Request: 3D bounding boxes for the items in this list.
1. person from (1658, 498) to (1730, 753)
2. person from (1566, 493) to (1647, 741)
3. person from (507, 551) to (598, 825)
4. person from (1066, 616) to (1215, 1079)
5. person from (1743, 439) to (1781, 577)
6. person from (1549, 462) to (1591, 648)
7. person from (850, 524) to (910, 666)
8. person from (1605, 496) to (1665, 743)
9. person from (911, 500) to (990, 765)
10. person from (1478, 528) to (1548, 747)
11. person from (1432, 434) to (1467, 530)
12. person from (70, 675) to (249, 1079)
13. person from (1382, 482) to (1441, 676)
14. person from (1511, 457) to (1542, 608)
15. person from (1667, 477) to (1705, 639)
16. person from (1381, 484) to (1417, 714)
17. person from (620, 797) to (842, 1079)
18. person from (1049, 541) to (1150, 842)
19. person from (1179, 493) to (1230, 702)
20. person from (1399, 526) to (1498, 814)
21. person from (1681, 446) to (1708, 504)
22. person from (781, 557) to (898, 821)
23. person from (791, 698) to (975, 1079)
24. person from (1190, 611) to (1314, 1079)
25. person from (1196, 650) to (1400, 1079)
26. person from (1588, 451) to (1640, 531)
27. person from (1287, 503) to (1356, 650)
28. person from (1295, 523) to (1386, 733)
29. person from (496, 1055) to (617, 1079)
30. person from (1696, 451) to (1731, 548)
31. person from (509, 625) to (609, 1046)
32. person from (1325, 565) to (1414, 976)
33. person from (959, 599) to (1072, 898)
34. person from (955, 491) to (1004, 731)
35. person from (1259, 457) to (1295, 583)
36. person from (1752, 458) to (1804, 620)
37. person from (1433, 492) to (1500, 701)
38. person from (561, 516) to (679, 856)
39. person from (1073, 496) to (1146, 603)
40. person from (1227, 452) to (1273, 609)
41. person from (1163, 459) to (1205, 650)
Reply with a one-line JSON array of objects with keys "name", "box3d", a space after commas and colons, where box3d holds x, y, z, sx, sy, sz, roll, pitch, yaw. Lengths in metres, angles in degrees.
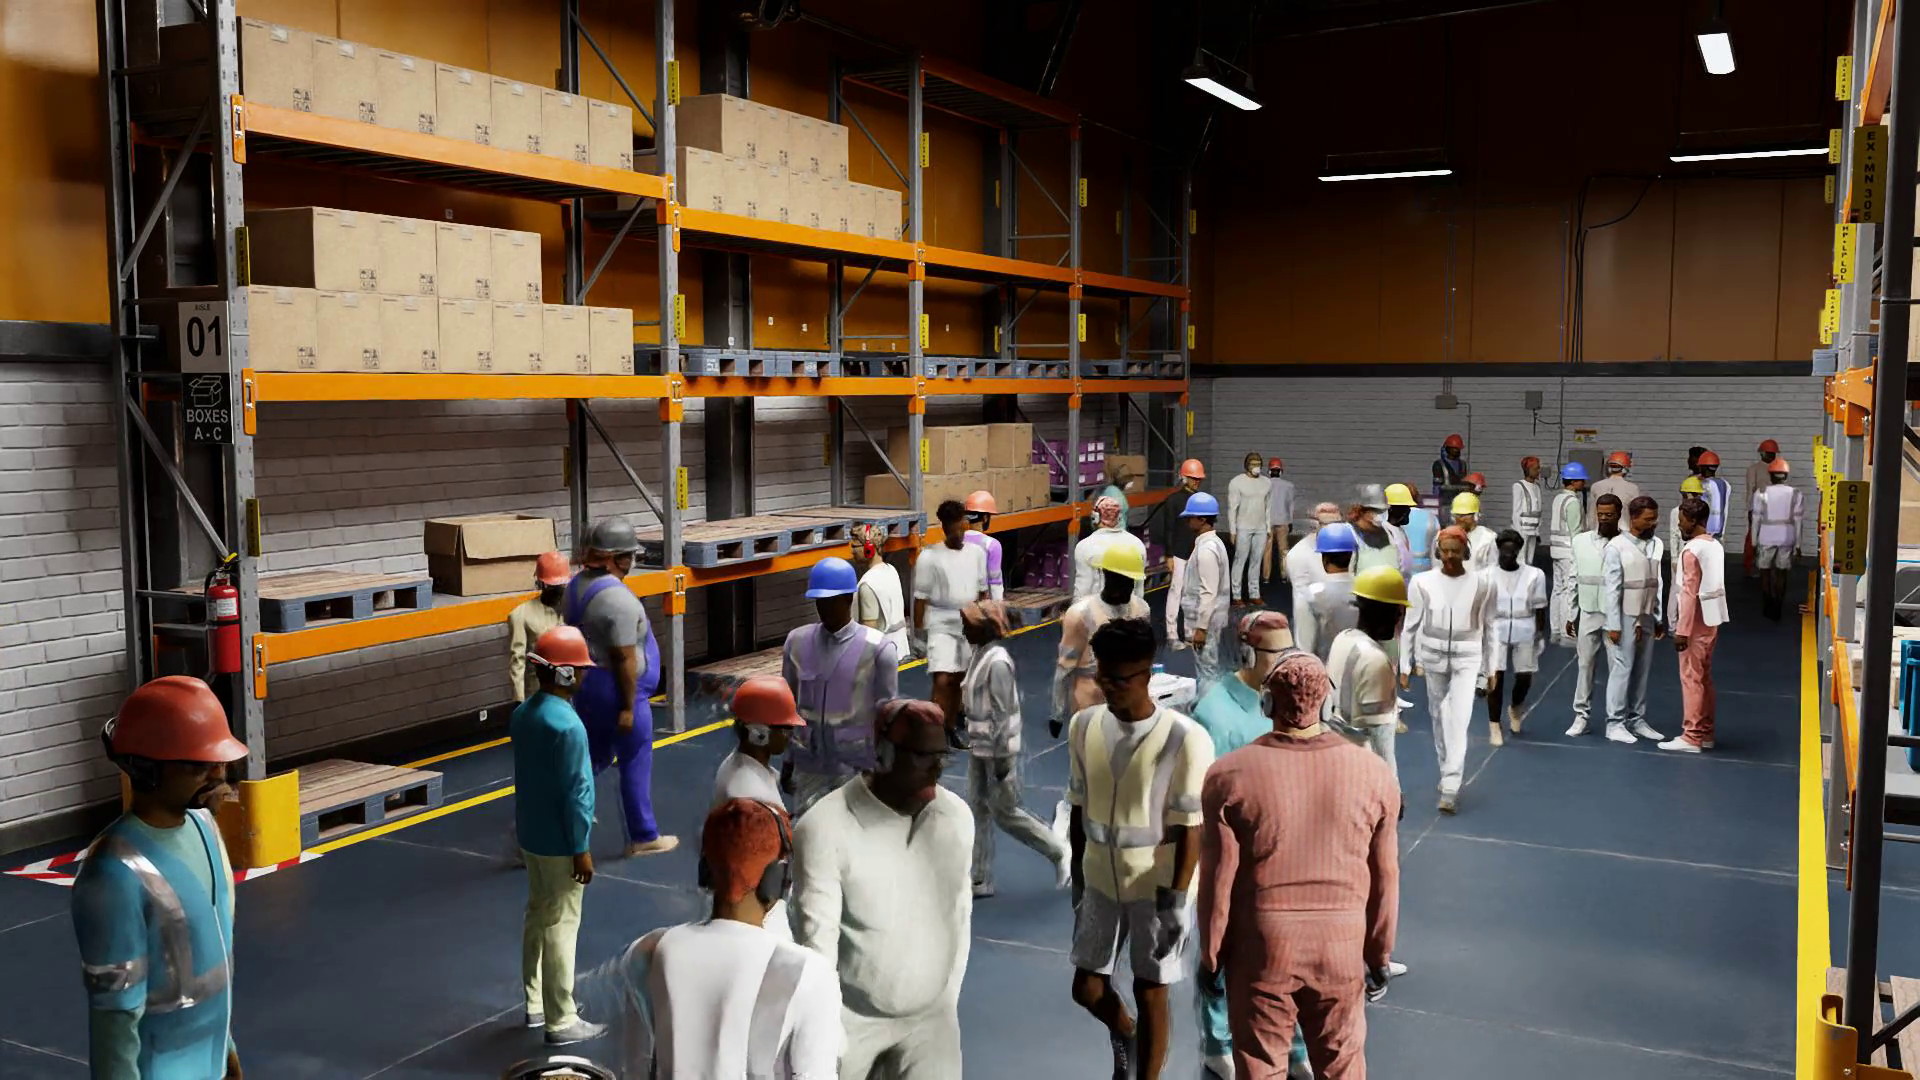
[{"name": "person", "box3d": [5.552, 0.641, 12.507, 0.402, 1.909, 0.599, 5, 7, 40]}, {"name": "person", "box3d": [5.022, 0.593, 12.939, 0.587, 1.920, 0.390, 3, 6, 33]}, {"name": "person", "box3d": [-2.506, 0.927, 10.324, 0.575, 1.736, 0.355, -4, 6, -35]}, {"name": "person", "box3d": [0.635, 1.229, 5.993, 0.600, 1.944, 0.507, 4, 6, 34]}, {"name": "person", "box3d": [11.519, -0.448, 23.812, 0.613, 1.985, 0.412, -2, 6, -24]}, {"name": "person", "box3d": [6.416, 0.154, 17.511, 0.391, 1.948, 0.605, 0, 5, 1]}, {"name": "person", "box3d": [-0.542, 0.812, 11.056, 0.388, 1.836, 0.564, 1, 5, 13]}, {"name": "person", "box3d": [5.206, 0.608, 12.864, 0.597, 1.909, 0.405, -3, 6, -32]}, {"name": "person", "box3d": [-0.056, 0.668, 12.211, 0.683, 1.926, 0.705, -4, 7, -40]}, {"name": "person", "box3d": [4.188, 0.734, 12.698, 0.571, 1.675, 0.459, 1, 5, 13]}, {"name": "person", "box3d": [7.284, -0.550, 24.671, 0.604, 2.034, 0.418, -3, 6, -27]}, {"name": "person", "box3d": [-2.002, 1.349, 4.254, 0.420, 2.032, 0.604, 0, 5, -5]}, {"name": "person", "box3d": [4.219, 0.370, 15.754, 0.632, 1.841, 0.429, 0, 5, -3]}, {"name": "person", "box3d": [6.958, -0.082, 20.407, 0.575, 1.883, 0.362, -5, 7, -44]}, {"name": "person", "box3d": [7.889, 0.200, 17.994, 0.526, 1.768, 0.315, -3, 6, -28]}, {"name": "person", "box3d": [3.653, 0.487, 14.031, 0.369, 1.928, 0.586, 3, 6, 33]}, {"name": "person", "box3d": [-0.532, 1.500, 3.708, 0.615, 1.836, 0.983, 2, 6, 22]}, {"name": "person", "box3d": [0.759, 0.923, 9.593, 0.594, 1.886, 0.749, -4, 7, -40]}, {"name": "person", "box3d": [1.846, 0.612, 12.601, 0.392, 1.945, 0.610, 1, 5, 9]}, {"name": "person", "box3d": [3.211, 0.824, 10.950, 0.598, 1.832, 1.005, 2, 6, 23]}, {"name": "person", "box3d": [9.613, -0.247, 21.731, 0.367, 1.966, 0.607, 0, 5, -2]}, {"name": "person", "box3d": [-0.587, 1.046, 7.910, 0.610, 1.947, 0.388, 2, 6, 18]}, {"name": "person", "box3d": [-0.204, 1.380, 4.876, 0.644, 1.844, 1.050, -3, 6, -27]}, {"name": "person", "box3d": [1.204, 1.215, 6.385, 0.680, 1.884, 0.697, -4, 7, -36]}, {"name": "person", "box3d": [1.073, 1.305, 5.351, 0.648, 1.907, 0.401, 0, 5, -2]}, {"name": "person", "box3d": [7.683, -0.049, 19.520, 0.620, 1.986, 0.408, 5, 7, 44]}, {"name": "person", "box3d": [2.794, 0.660, 12.493, 0.655, 1.867, 0.891, -2, 6, -24]}, {"name": "person", "box3d": [2.222, 0.871, 9.808, 0.615, 1.943, 0.409, -2, 6, -20]}, {"name": "person", "box3d": [-0.533, 1.590, 2.182, 0.641, 1.929, 0.378, 0, 5, -4]}, {"name": "person", "box3d": [9.274, -0.132, 20.652, 0.551, 1.935, 0.375, -3, 6, -26]}, {"name": "person", "box3d": [-1.683, 1.230, 7.023, 0.350, 1.743, 0.563, -4, 7, -36]}, {"name": "person", "box3d": [1.916, 1.070, 7.832, 0.398, 1.913, 0.619, 0, 5, 1]}, {"name": "person", "box3d": [0.254, 1.117, 8.881, 0.675, 1.615, 0.552, -1, 5, -13]}, {"name": "person", "box3d": [0.136, 0.575, 13.121, 0.546, 1.927, 0.391, 5, 7, 41]}, {"name": "person", "box3d": [4.371, -0.272, 23.126, 0.565, 1.751, 0.330, 0, 5, -4]}, {"name": "person", "box3d": [9.518, -0.002, 19.375, 0.543, 1.914, 0.582, 2, 6, 22]}, {"name": "person", "box3d": [4.422, 0.491, 14.576, 0.592, 1.823, 0.405, 4, 7, 37]}, {"name": "person", "box3d": [-2.061, 0.846, 9.575, 0.812, 2.000, 0.692, -5, 7, -42]}, {"name": "person", "box3d": [1.109, 0.616, 12.762, 0.654, 1.906, 0.408, -3, 6, -32]}, {"name": "person", "box3d": [3.587, -0.122, 20.539, 0.635, 1.936, 0.354, -2, 6, -24]}, {"name": "person", "box3d": [2.389, 0.148, 17.342, 0.623, 1.989, 0.400, -4, 7, -36]}]
